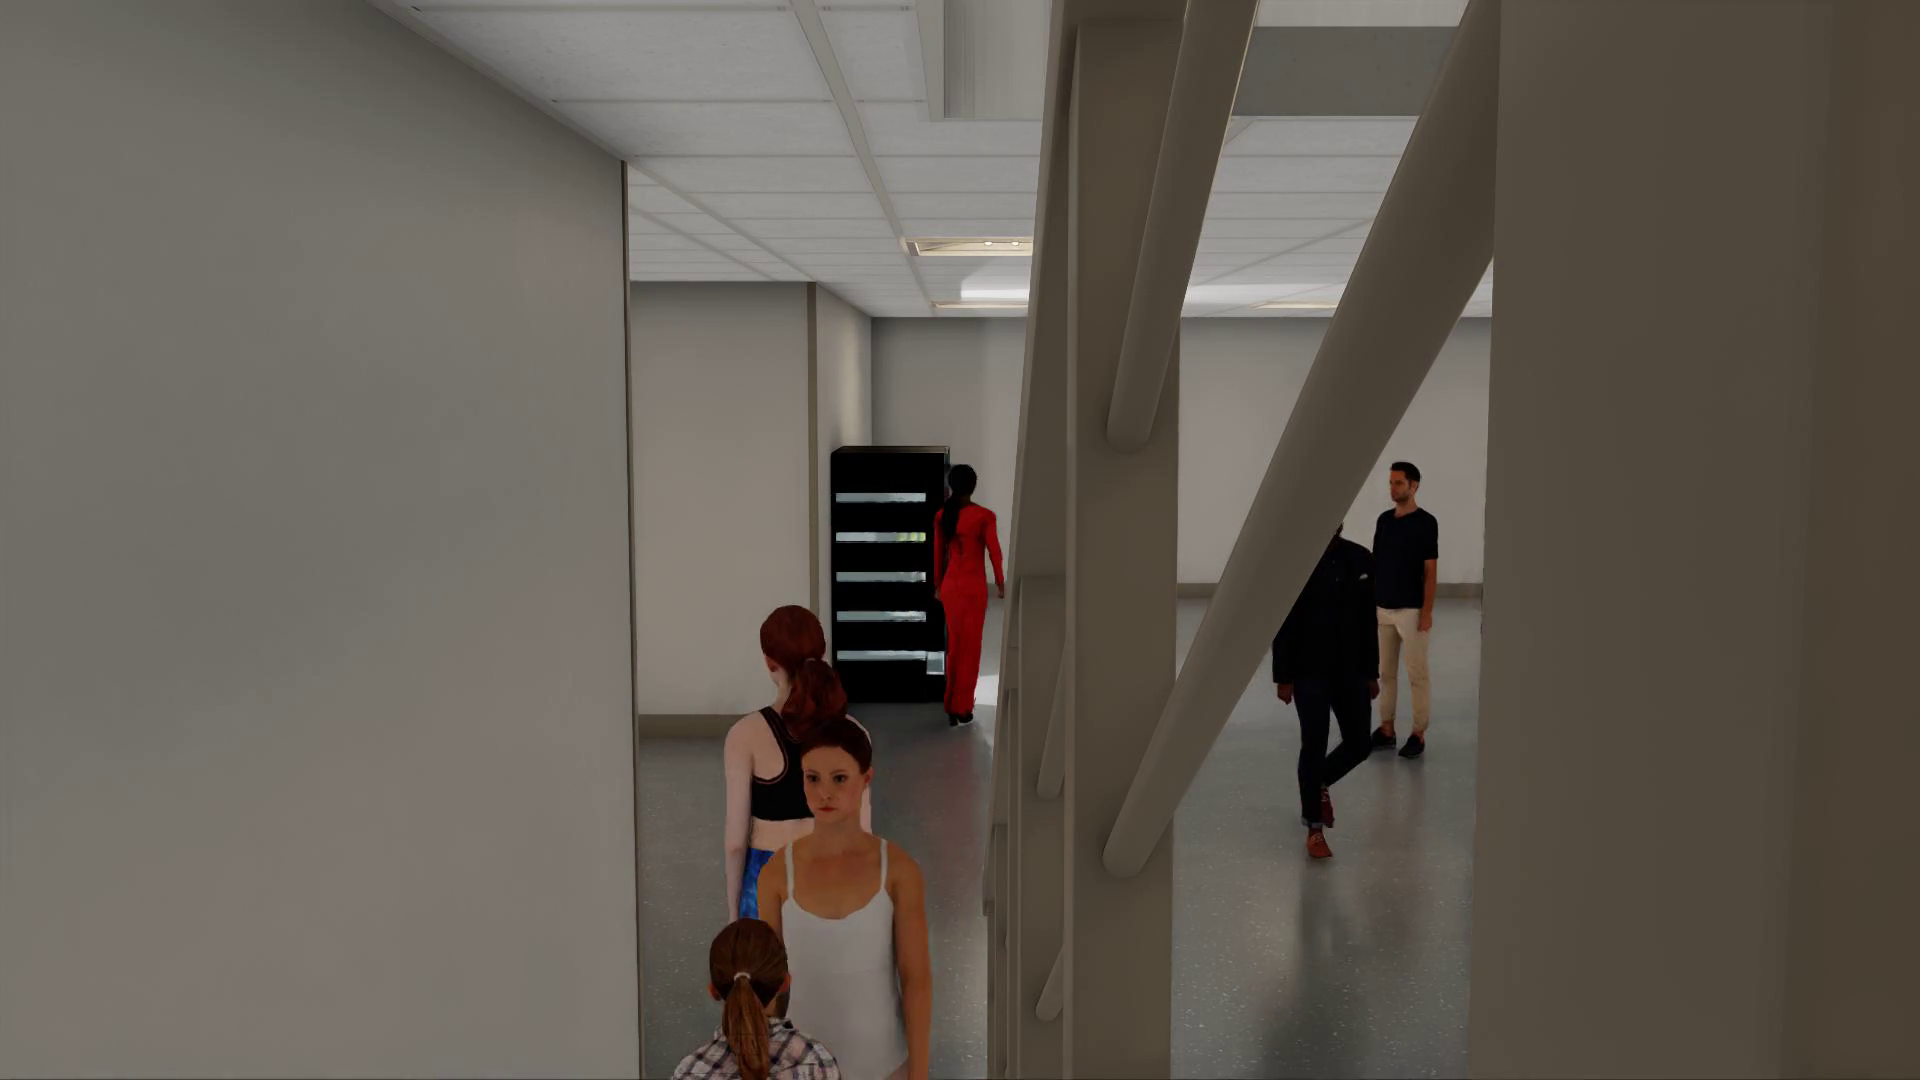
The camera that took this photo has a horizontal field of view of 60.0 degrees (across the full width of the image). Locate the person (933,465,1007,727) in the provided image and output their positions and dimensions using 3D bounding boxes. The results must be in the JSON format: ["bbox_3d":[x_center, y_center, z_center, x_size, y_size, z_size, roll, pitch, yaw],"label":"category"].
[{"bbox_3d":[-0.017,0.389,11.306,0.834,1.768,0.935,4,7,32],"label":"person"}]

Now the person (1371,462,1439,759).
[{"bbox_3d":[2.794,0.426,10.498,0.772,1.856,0.674,-4,7,-37],"label":"person"}]

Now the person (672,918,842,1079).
[{"bbox_3d":[-0.402,1.424,3.354,0.552,1.301,0.547,0,6,-3],"label":"person"}]

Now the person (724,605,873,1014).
[{"bbox_3d":[-0.432,1.079,4.460,0.686,1.766,1.043,-1,6,-7],"label":"person"}]

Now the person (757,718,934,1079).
[{"bbox_3d":[-0.249,1.223,3.848,0.568,1.602,1.023,0,6,-3],"label":"person"}]

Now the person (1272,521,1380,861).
[{"bbox_3d":[1.830,0.665,8.379,0.789,1.806,0.914,-1,6,-9],"label":"person"}]
